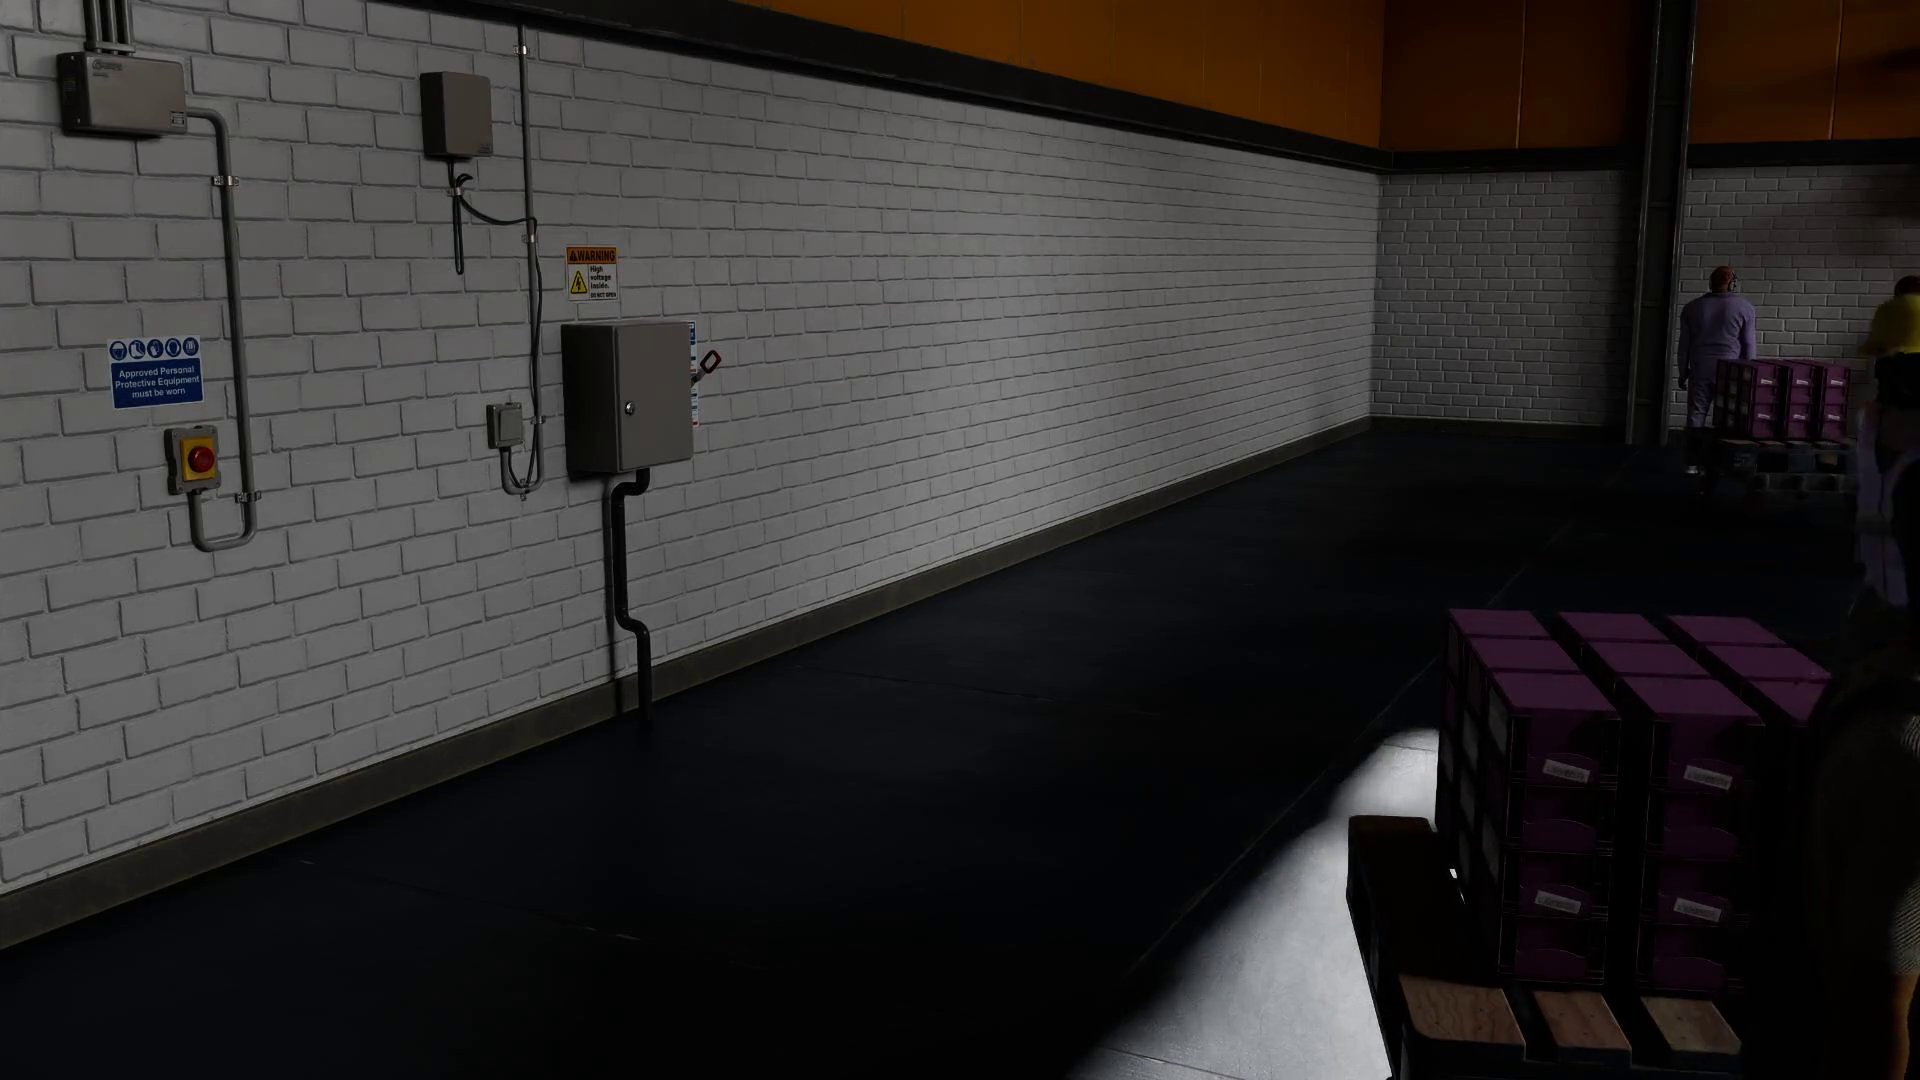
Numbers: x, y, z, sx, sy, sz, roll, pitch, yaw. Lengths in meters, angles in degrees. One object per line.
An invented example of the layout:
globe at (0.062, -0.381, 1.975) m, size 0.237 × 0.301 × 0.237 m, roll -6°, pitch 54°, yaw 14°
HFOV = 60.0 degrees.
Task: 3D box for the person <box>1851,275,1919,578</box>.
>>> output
person at (5.817, -0.687, 10.310) m, size 0.572 × 1.883 × 0.355 m, roll -6°, pitch 11°, yaw -30°

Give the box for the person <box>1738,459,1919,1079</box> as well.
person at (1.301, 0.775, 2.074) m, size 0.898 × 1.809 × 0.513 m, roll 4°, pitch 11°, yaw 22°

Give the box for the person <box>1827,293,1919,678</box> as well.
person at (3.030, 0.163, 5.353) m, size 0.665 × 1.890 × 0.609 m, roll -2°, pitch 10°, yaw -13°

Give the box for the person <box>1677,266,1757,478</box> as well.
person at (6.838, -1.516, 15.039) m, size 0.651 × 1.906 × 0.403 m, roll 7°, pitch 12°, yaw 36°
